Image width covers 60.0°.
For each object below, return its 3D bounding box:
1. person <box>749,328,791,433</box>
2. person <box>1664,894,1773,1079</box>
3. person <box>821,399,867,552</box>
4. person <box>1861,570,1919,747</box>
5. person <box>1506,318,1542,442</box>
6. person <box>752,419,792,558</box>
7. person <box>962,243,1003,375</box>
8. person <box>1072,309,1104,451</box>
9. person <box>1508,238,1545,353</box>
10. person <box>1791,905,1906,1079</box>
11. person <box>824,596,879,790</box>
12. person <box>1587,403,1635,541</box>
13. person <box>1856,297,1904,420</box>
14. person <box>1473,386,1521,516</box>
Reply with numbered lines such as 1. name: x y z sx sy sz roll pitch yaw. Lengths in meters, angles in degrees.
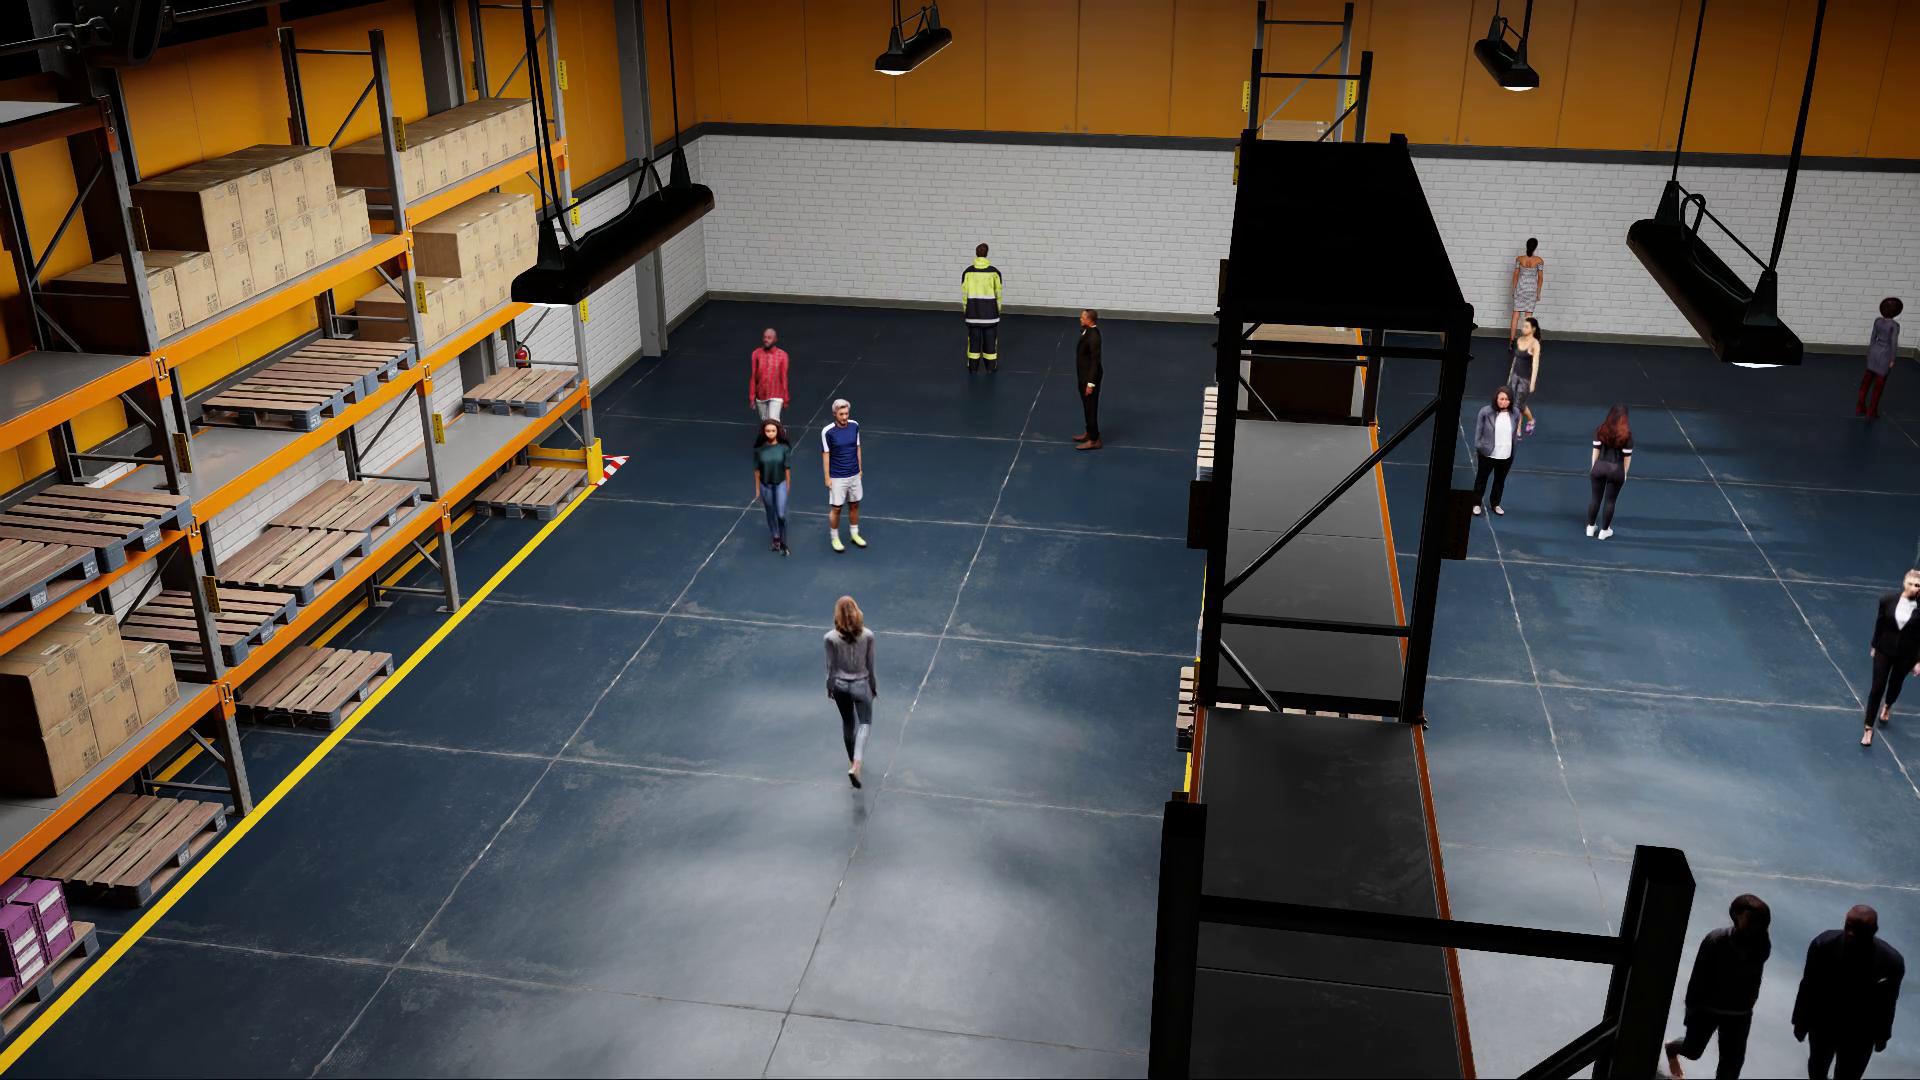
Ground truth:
1. person: -2.458 -1.894 21.664 0.708 1.795 1.149 5 24 12
2. person: 4.827 2.948 10.654 0.758 1.741 1.090 -1 24 -1
3. person: -1.341 -0.770 19.048 0.724 1.830 0.781 -15 28 -31
4. person: 8.532 1.036 15.132 0.901 1.657 1.166 14 27 29
5. person: 7.648 -2.151 22.349 0.801 1.716 0.762 -9 25 -20
6. person: -2.139 -0.646 19.048 0.652 1.603 0.760 0 24 0
7. person: 0.330 -3.502 25.106 0.794 1.983 0.676 1 24 3
8. person: 1.725 -2.151 22.115 0.815 1.903 0.611 -1 24 -1
9. person: 8.868 -3.847 26.096 0.666 1.822 0.628 11 26 24
10. person: 5.535 3.026 10.446 1.010 1.764 1.295 13 27 28
11. person: -0.919 1.333 14.302 0.710 1.779 1.004 0 24 -1
12. person: 7.555 -0.808 19.376 0.691 1.637 0.710 15 28 30
13. person: 12.877 -2.553 23.276 0.720 1.710 0.592 -7 25 -16
14. person: 6.467 -1.079 20.045 0.727 1.597 0.721 -1 24 -2
